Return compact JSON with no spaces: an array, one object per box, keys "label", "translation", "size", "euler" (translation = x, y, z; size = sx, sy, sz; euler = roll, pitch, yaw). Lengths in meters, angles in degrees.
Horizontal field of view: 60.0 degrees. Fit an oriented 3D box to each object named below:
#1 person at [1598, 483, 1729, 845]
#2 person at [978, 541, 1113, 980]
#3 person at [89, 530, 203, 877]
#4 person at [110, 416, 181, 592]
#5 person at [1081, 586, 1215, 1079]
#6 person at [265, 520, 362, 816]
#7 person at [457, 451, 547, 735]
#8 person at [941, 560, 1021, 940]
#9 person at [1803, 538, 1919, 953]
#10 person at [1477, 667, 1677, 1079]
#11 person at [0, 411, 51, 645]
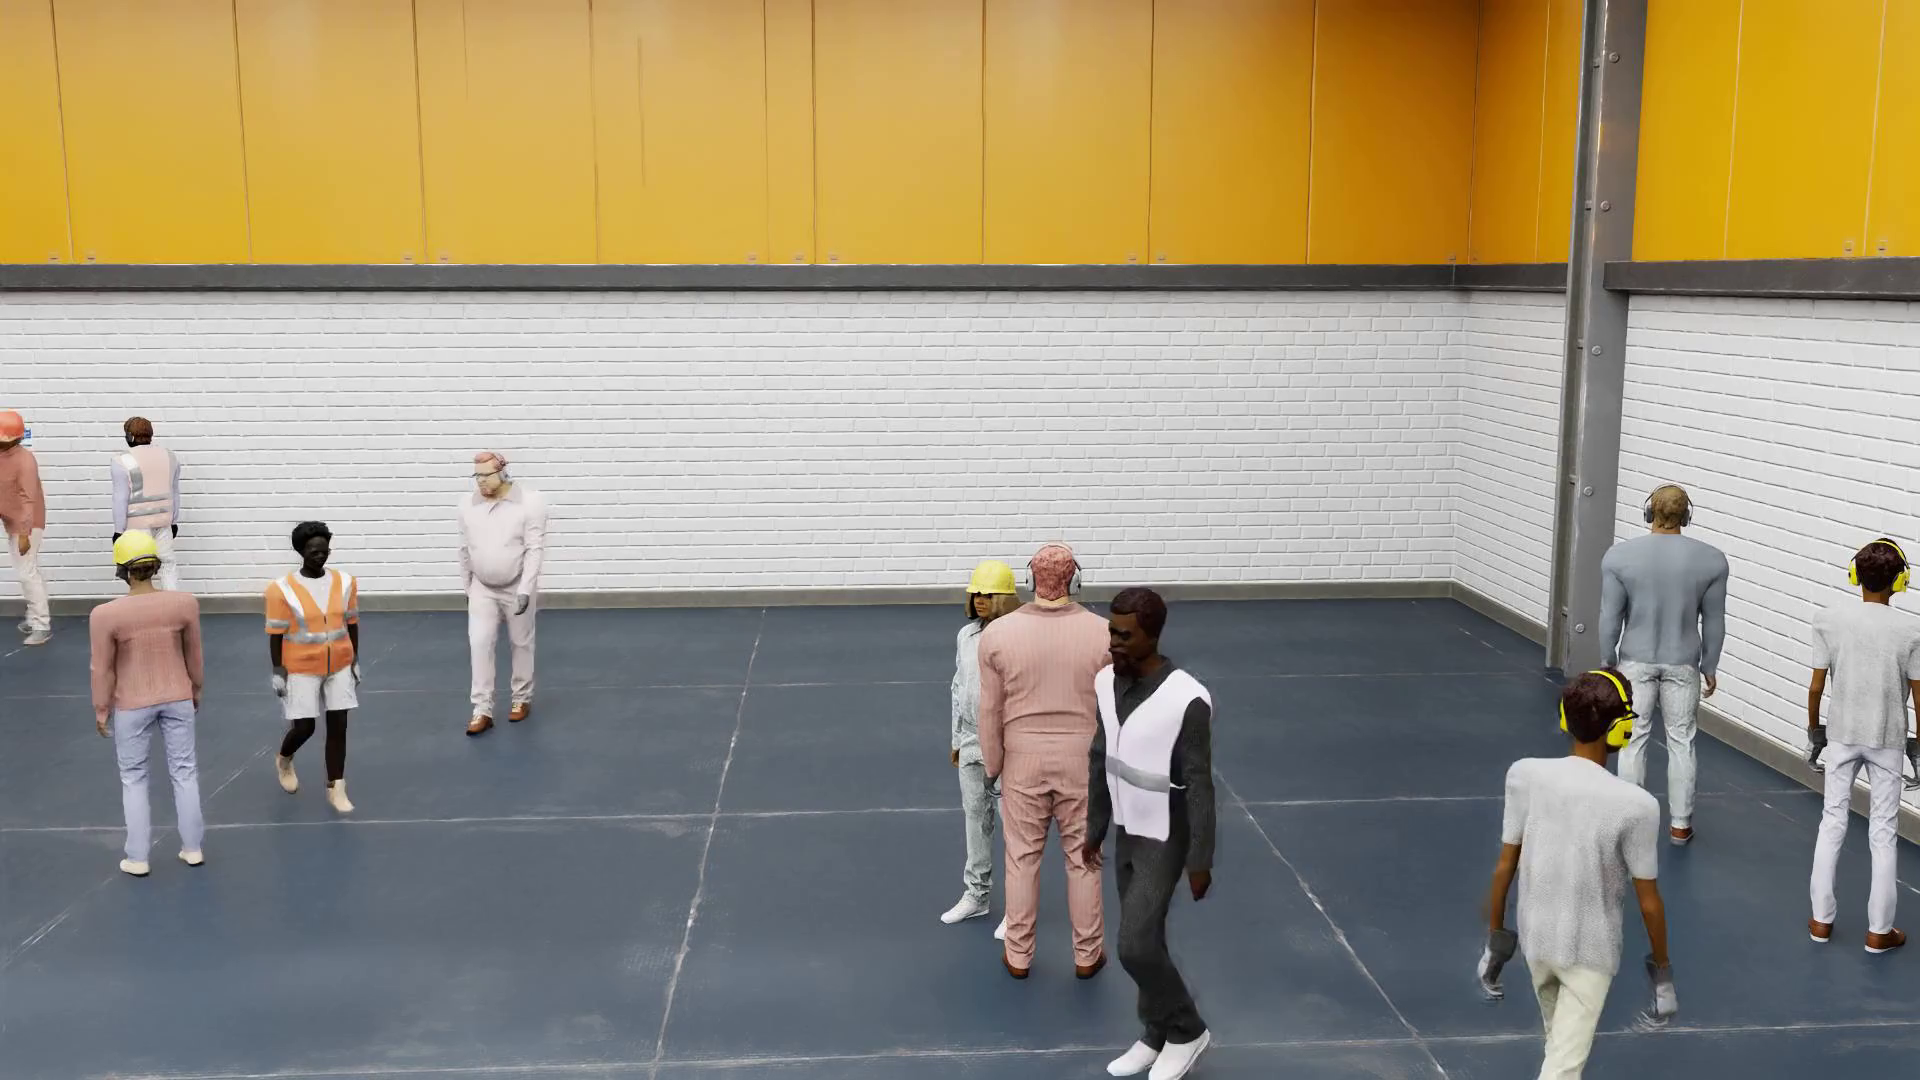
[{"label":"person","translation":[3.727,0.662,8.881],"size":[0.629,1.939,0.372],"euler":[3,9,17]},{"label":"person","translation":[0.400,0.952,7.162],"size":[0.642,1.909,0.408],"euler":[0,9,3]},{"label":"person","translation":[-4.101,0.825,8.419],"size":[0.537,1.766,0.323],"euler":[-8,12,-40]},{"label":"person","translation":[-6.943,-0.132,14.173],"size":[0.429,1.843,0.630],"euler":[5,10,26]},{"label":"person","translation":[0.695,1.108,6.194],"size":[0.460,1.903,0.591],"euler":[-5,10,-27]},{"label":"person","translation":[-3.667,0.706,9.415],"size":[0.531,1.683,0.539],"euler":[-9,13,-44]},{"label":"person","translation":[-3.082,0.349,11.073],"size":[0.632,1.861,0.860],"euler":[0,9,3]},{"label":"person","translation":[0.144,0.953,7.657],"size":[0.487,1.746,0.289],"euler":[8,12,40]},{"label":"person","translation":[4.082,0.918,7.488],"size":[0.511,1.872,0.328],"euler":[7,11,37]},{"label":"person","translation":[1.984,1.300,5.253],"size":[0.984,1.817,0.549],"euler":[-7,12,-38]},{"label":"person","translation":[-7.792,-0.111,13.745],"size":[0.421,1.950,0.790],"euler":[-9,13,-44]}]
